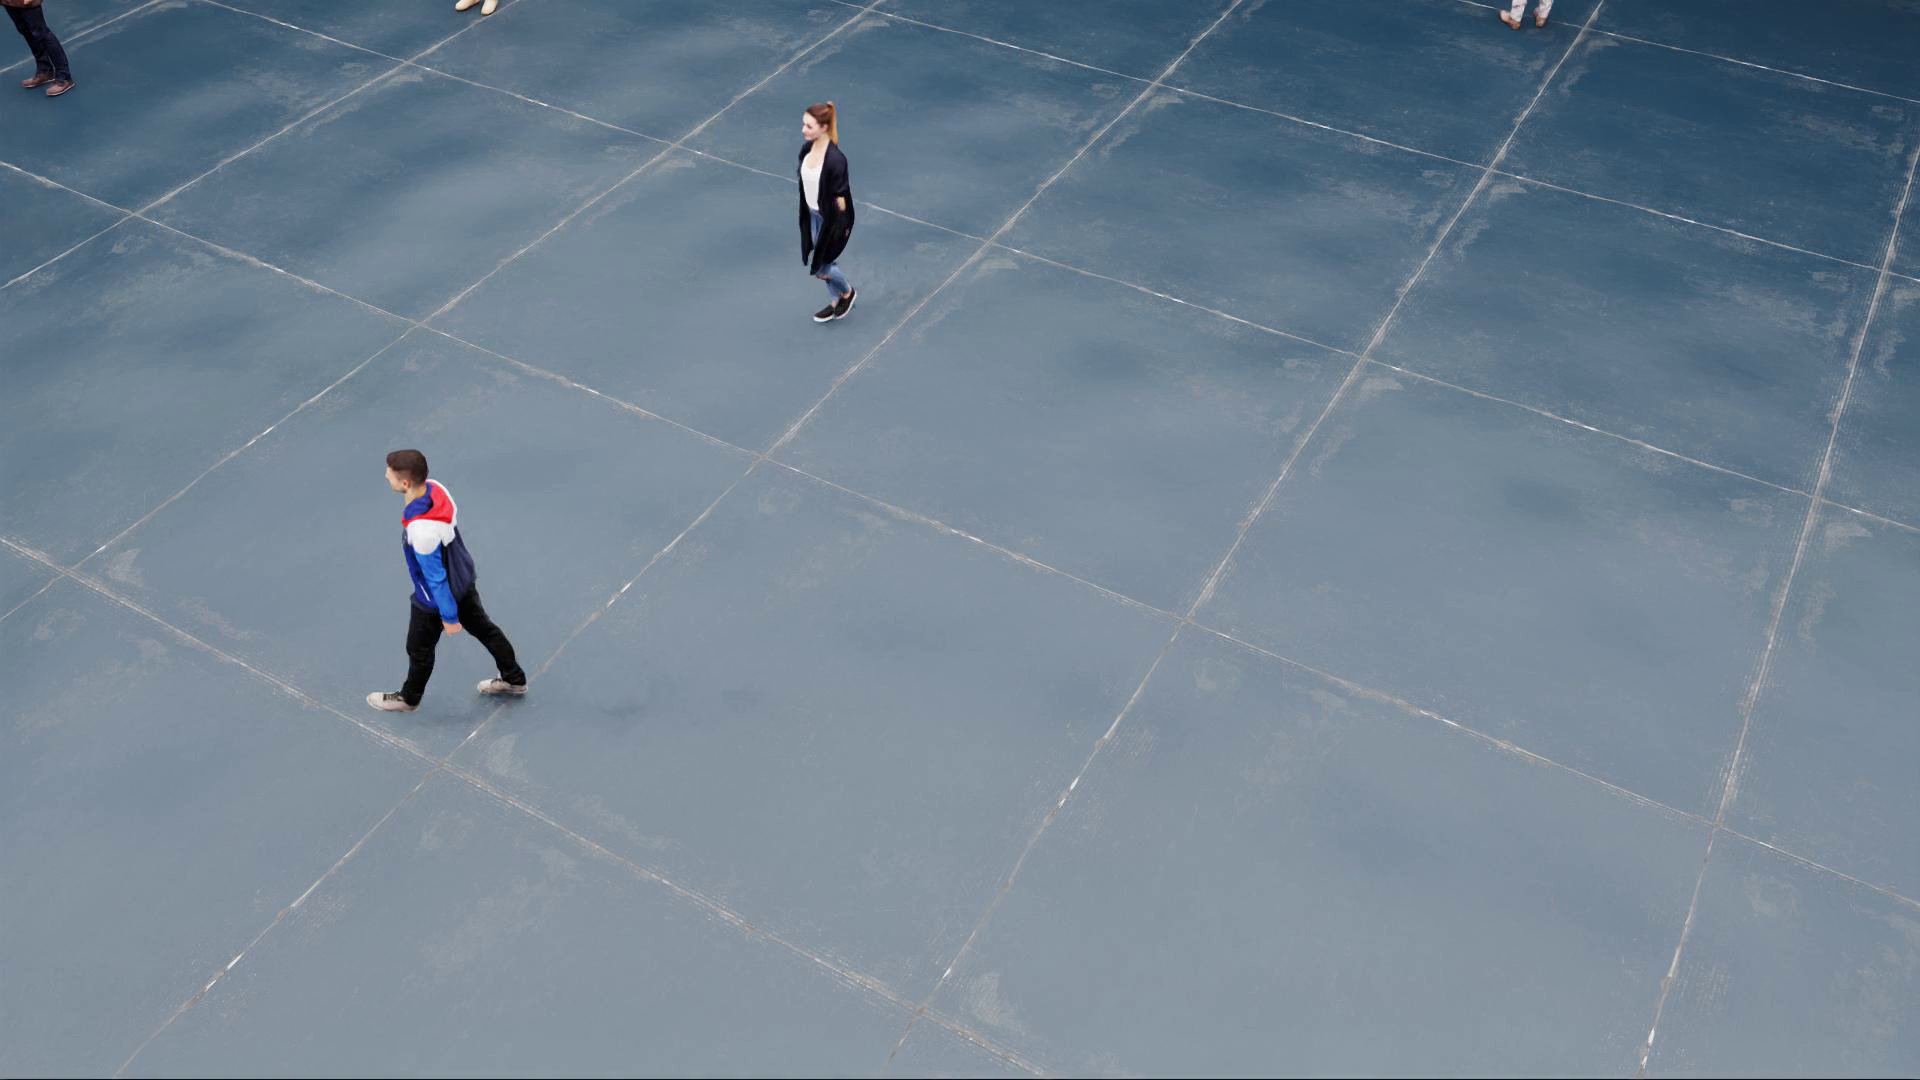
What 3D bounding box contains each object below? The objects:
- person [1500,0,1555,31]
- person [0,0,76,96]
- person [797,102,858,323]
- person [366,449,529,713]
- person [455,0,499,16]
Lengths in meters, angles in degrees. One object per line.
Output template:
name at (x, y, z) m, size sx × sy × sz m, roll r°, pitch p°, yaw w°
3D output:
person at (5.260, -5.540, 14.919) m, size 0.748 × 1.893 × 0.774 m, roll -4°, pitch 42°, yaw -4°
person at (-7.959, -4.682, 14.008) m, size 0.747 × 1.848 × 0.656 m, roll 23°, pitch 47°, yaw 23°
person at (-0.848, -2.239, 11.448) m, size 0.795 × 1.673 × 0.757 m, roll -28°, pitch 49°, yaw -28°
person at (-2.598, 0.240, 8.681) m, size 1.044 × 1.722 × 1.098 m, roll -2°, pitch 42°, yaw -2°
person at (-4.546, -5.688, 15.255) m, size 0.630 × 1.660 × 0.620 m, roll 13°, pitch 44°, yaw 14°
